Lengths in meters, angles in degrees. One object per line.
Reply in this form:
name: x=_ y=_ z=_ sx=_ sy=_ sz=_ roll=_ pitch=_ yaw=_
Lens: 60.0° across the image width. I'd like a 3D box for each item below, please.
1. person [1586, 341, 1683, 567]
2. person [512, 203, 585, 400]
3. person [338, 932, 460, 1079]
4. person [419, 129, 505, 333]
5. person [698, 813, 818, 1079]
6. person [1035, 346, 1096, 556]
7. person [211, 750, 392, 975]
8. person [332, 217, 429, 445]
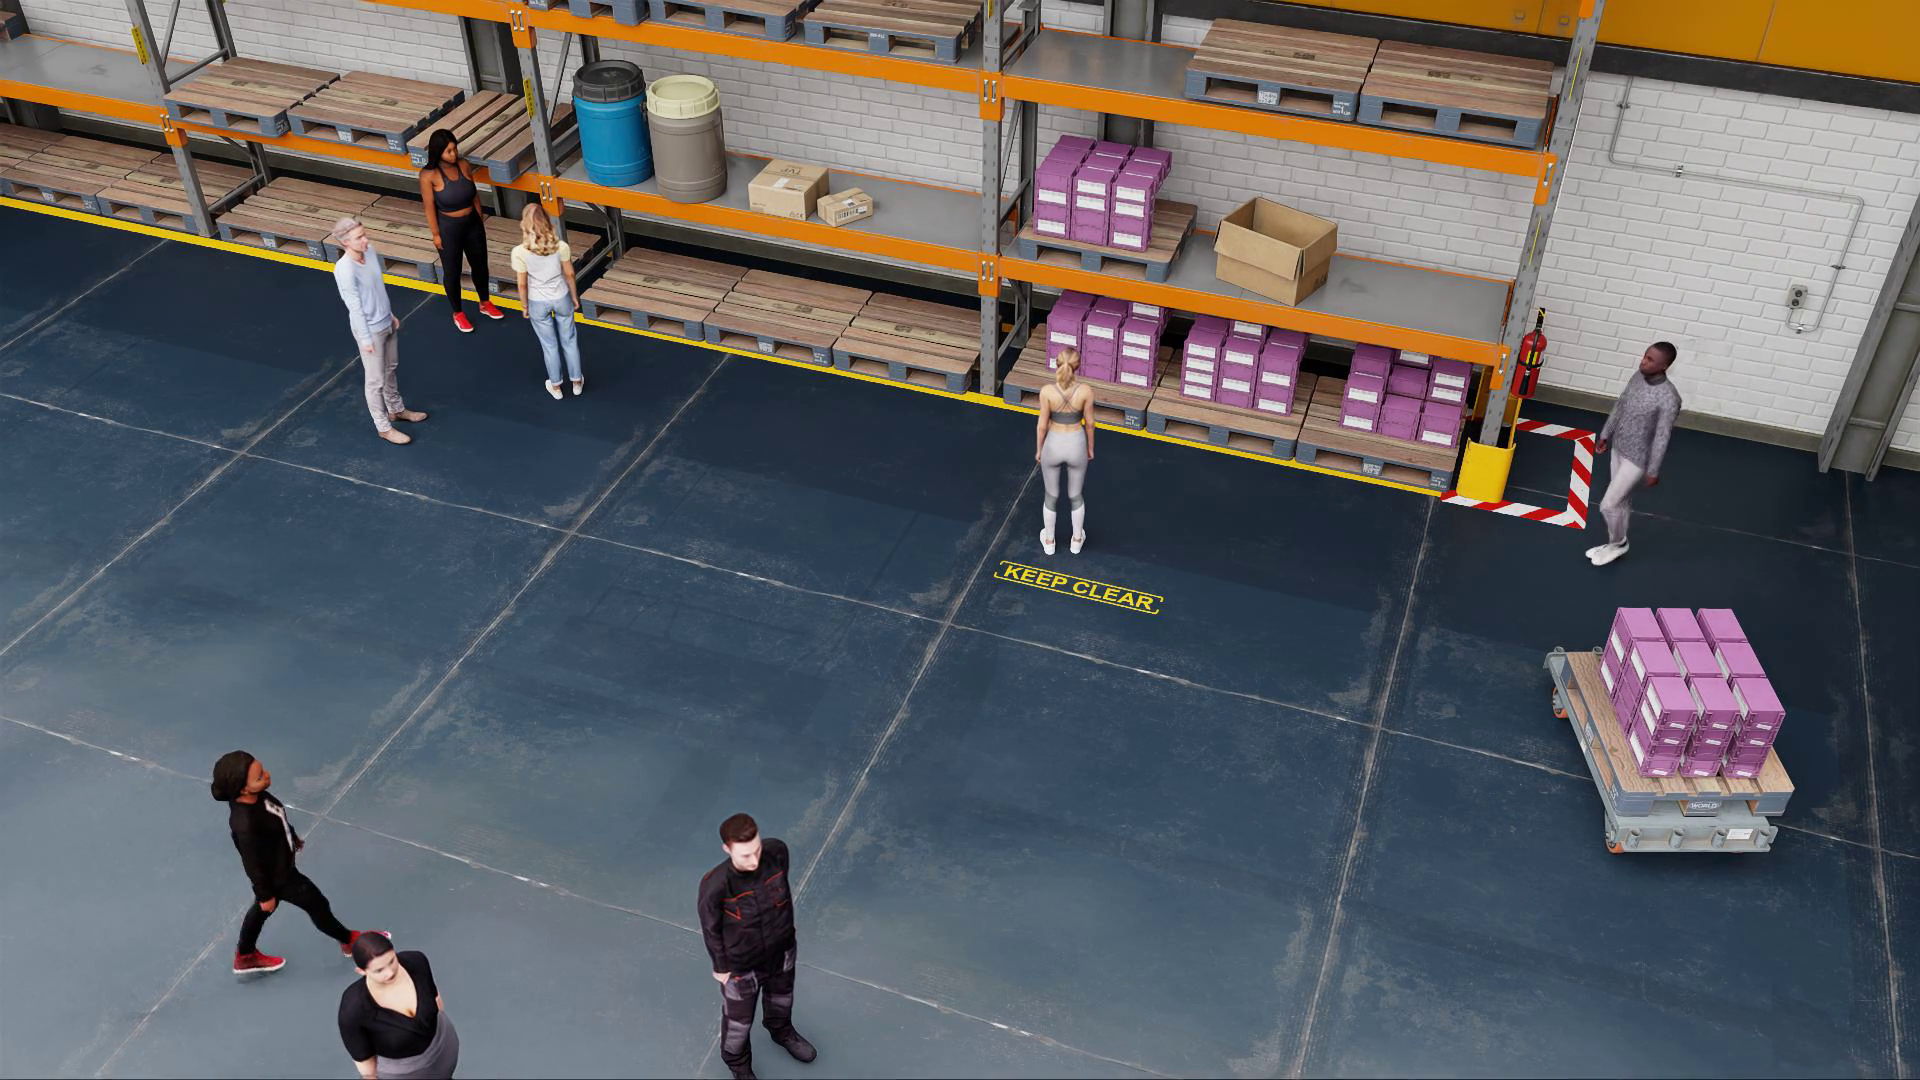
person: x=4.817 y=-0.603 z=11.674 sx=0.766 sy=1.825 sz=0.785 roll=-4 pitch=39 yaw=-5
person: x=-3.300 y=-1.914 z=13.398 sx=0.698 sy=1.723 sz=0.767 roll=-15 pitch=41 yaw=-17
person: x=-2.639 y=2.449 z=7.906 sx=0.710 sy=1.759 sz=0.727 roll=24 pitch=45 yaw=27
person: x=-4.316 y=-2.686 z=14.291 sx=0.759 sy=1.815 sz=0.765 roll=-31 pitch=48 yaw=-33
person: x=-1.017 y=2.040 z=8.296 sx=0.774 sy=1.912 sz=0.750 roll=-31 pitch=48 yaw=-33
person: x=0.741 y=-0.629 z=11.806 sx=0.566 sy=1.702 sz=0.696 roll=0 pitch=39 yaw=0
person: x=-3.738 y=1.768 z=8.856 sx=1.139 sy=1.639 sz=1.032 roll=-12 pitch=40 yaw=-15
person: x=-4.567 y=-1.652 z=12.933 sx=0.639 sy=1.894 sz=0.692 roll=6 pitch=39 yaw=7
